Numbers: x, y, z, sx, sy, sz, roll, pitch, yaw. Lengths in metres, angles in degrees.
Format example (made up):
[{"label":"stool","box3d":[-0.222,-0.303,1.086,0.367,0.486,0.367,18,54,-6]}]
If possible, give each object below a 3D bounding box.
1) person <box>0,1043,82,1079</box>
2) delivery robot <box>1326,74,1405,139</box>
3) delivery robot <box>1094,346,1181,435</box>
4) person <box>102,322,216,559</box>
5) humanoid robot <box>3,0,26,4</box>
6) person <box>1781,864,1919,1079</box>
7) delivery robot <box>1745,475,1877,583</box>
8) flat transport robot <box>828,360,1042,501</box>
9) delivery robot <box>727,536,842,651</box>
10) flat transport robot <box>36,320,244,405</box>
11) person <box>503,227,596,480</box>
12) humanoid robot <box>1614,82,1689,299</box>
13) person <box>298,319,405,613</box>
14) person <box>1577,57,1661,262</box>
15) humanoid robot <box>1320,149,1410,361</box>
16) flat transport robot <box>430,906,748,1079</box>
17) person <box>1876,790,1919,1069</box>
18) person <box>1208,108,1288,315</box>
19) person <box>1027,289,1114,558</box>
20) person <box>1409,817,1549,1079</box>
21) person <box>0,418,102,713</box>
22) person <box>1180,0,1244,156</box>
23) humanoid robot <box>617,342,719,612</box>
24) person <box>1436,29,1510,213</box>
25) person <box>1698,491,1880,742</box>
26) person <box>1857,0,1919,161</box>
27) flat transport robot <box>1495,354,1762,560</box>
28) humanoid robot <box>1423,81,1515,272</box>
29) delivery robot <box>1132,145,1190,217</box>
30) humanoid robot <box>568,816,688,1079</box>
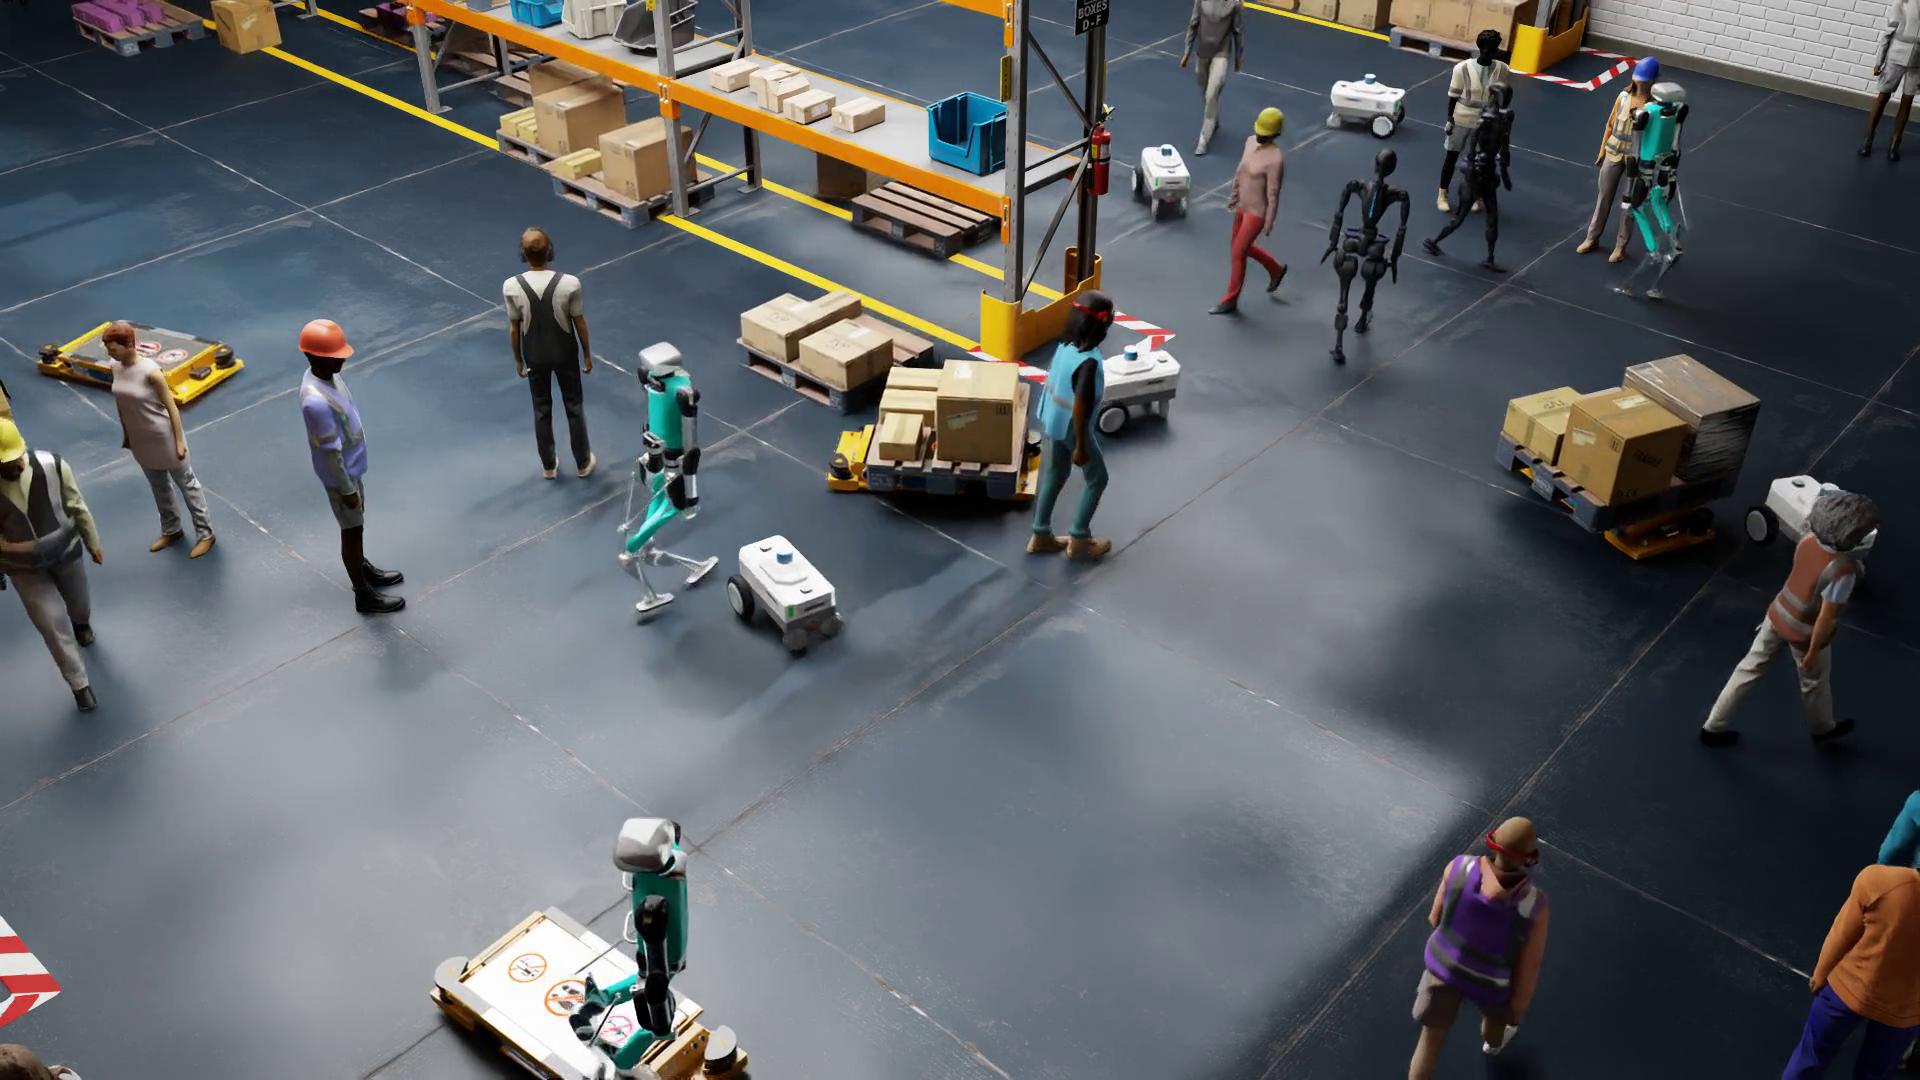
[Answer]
[{"label":"person","box3d":[-3.257,2.415,6.085,0.337,1.658,0.483,2,35,2]},{"label":"delivery robot","box3d":[4.179,-4.447,17.014,0.807,0.609,0.499,14,37,20]},{"label":"delivery robot","box3d":[1.211,-1.135,12.208,0.773,0.601,0.515,-11,36,-16]},{"label":"person","box3d":[-5.084,-0.632,10.502,0.451,1.657,0.288,11,36,16]},{"label":"humanoid robot","box3d":[-11.777,-7.332,20.204,0.596,1.645,0.535,-21,40,-27]},{"label":"person","box3d":[3.712,1.809,6.696,0.516,1.974,0.406,18,38,24]},{"label":"delivery robot","box3d":[5.504,-0.099,10.719,0.499,0.614,0.804,-8,35,-11]},{"label":"flat transport robot","box3d":[-0.165,-0.555,11.614,1.431,0.231,0.659,4,35,5]},{"label":"delivery robot","box3d":[-1.062,0.288,10.151,0.517,0.606,0.777,-20,39,-26]},{"label":"flat transport robot","box3d":[-6.327,-1.387,12.819,1.431,0.231,0.659,13,37,18]},{"label":"person","box3d":[-2.749,-1.235,11.223,0.509,1.837,0.355,-5,35,-7]},{"label":"humanoid robot","box3d":[5.708,-2.772,13.521,0.536,1.775,0.714,-15,37,-21]},{"label":"person","box3d":[-3.676,-0.444,9.993,0.372,1.931,0.542,-8,35,-12]},{"label":"person","box3d":[5.677,-3.238,14.173,0.484,1.776,0.316,26,42,33]},{"label":"humanoid robot","box3d":[3.116,-2.250,12.879,0.616,1.614,0.804,11,36,16]},{"label":"flat transport robot","box3d":[-1.718,2.204,7.618,1.431,0.231,0.659,24,41,30]},{"label":"person","box3d":[4.370,1.511,7.358,0.615,1.691,0.842,10,36,14]},{"label":"person","box3d":[2.381,-2.668,13.390,0.697,1.724,0.538,-9,36,-12]},{"label":"person","box3d":[0.723,-0.705,10.449,0.622,1.840,0.523,-9,36,-13]},{"label":"person","box3d":[2.204,1.767,7.031,0.513,1.646,0.908,22,40,28]},{"label":"person","box3d":[-5.204,0.041,9.412,0.594,1.795,0.837,-22,40,-29]},{"label":"person","box3d":[2.497,-4.810,16.373,0.547,1.865,0.843,17,38,23]},{"label":"humanoid robot","box3d":[-1.858,-0.294,9.957,0.935,1.756,0.548,-26,42,-33]},{"label":"person","box3d":[4.639,-3.786,15.044,0.531,1.693,0.319,-1,35,-1]},{"label":"person","box3d":[4.570,0.454,8.937,0.880,1.640,0.447,-7,35,-11]},{"label":"person","box3d":[9.160,-4.636,16.071,0.548,1.927,0.390,13,37,19]},{"label":"flat transport robot","box3d":[4.390,-0.368,11.344,0.659,0.231,1.431,-14,37,-19]},{"label":"humanoid robot","box3d":[4.414,-3.101,14.108,0.595,1.640,0.755,-26,42,-32]},{"label":"delivery robot","box3d":[1.901,-3.386,15.444,0.499,0.572,0.747,-3,35,-4]},{"label":"humanoid robot","box3d":[-1.421,1.835,6.879,0.884,1.782,0.558,-1,35,-1]}]
